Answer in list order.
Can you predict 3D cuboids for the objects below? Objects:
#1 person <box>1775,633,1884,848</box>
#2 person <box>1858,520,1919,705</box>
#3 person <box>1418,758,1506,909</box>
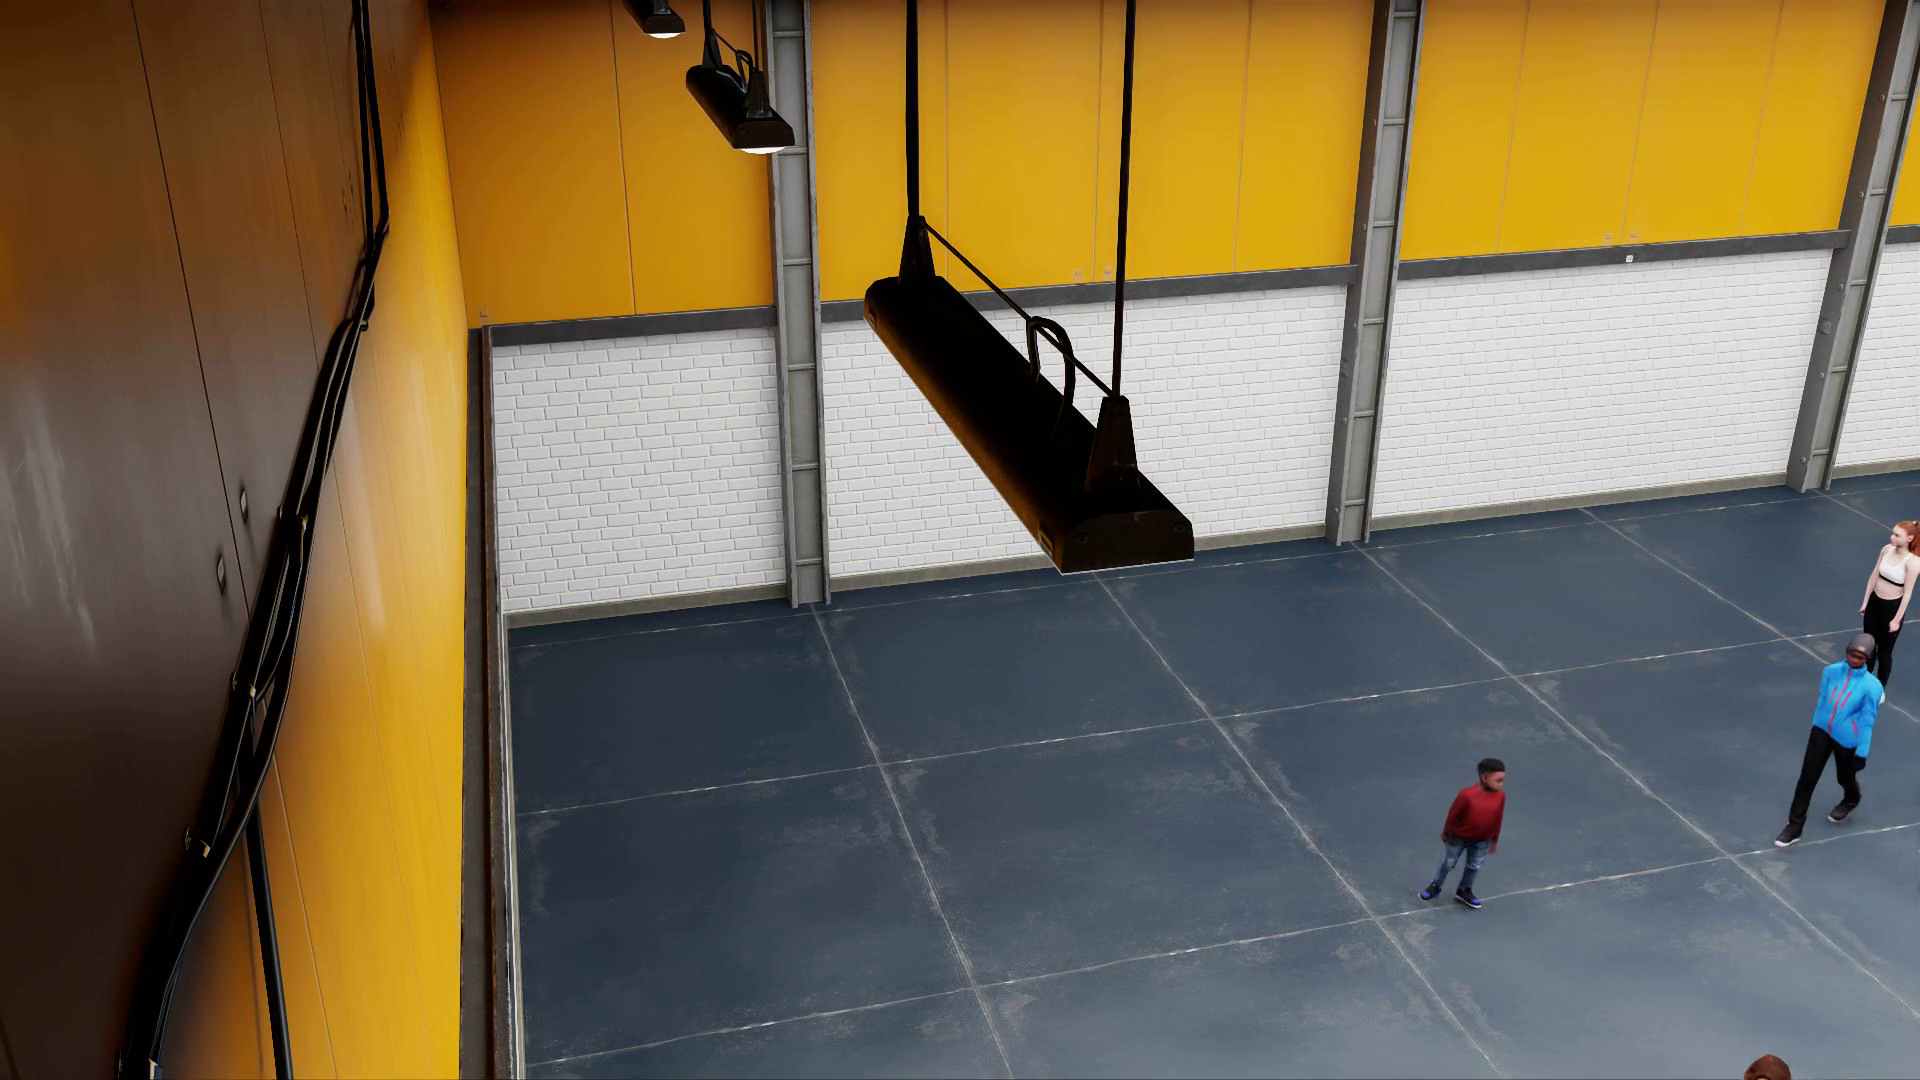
[{"bbox_3d":[6.750,1.495,12.663,1.264,1.762,0.934,-16,28,-33],"label":"person"},{"bbox_3d":[8.173,0.630,14.667,0.521,1.742,0.591,-5,24,-11],"label":"person"},{"bbox_3d":[3.638,2.090,11.963,0.566,1.233,0.772,5,24,12],"label":"person"}]
